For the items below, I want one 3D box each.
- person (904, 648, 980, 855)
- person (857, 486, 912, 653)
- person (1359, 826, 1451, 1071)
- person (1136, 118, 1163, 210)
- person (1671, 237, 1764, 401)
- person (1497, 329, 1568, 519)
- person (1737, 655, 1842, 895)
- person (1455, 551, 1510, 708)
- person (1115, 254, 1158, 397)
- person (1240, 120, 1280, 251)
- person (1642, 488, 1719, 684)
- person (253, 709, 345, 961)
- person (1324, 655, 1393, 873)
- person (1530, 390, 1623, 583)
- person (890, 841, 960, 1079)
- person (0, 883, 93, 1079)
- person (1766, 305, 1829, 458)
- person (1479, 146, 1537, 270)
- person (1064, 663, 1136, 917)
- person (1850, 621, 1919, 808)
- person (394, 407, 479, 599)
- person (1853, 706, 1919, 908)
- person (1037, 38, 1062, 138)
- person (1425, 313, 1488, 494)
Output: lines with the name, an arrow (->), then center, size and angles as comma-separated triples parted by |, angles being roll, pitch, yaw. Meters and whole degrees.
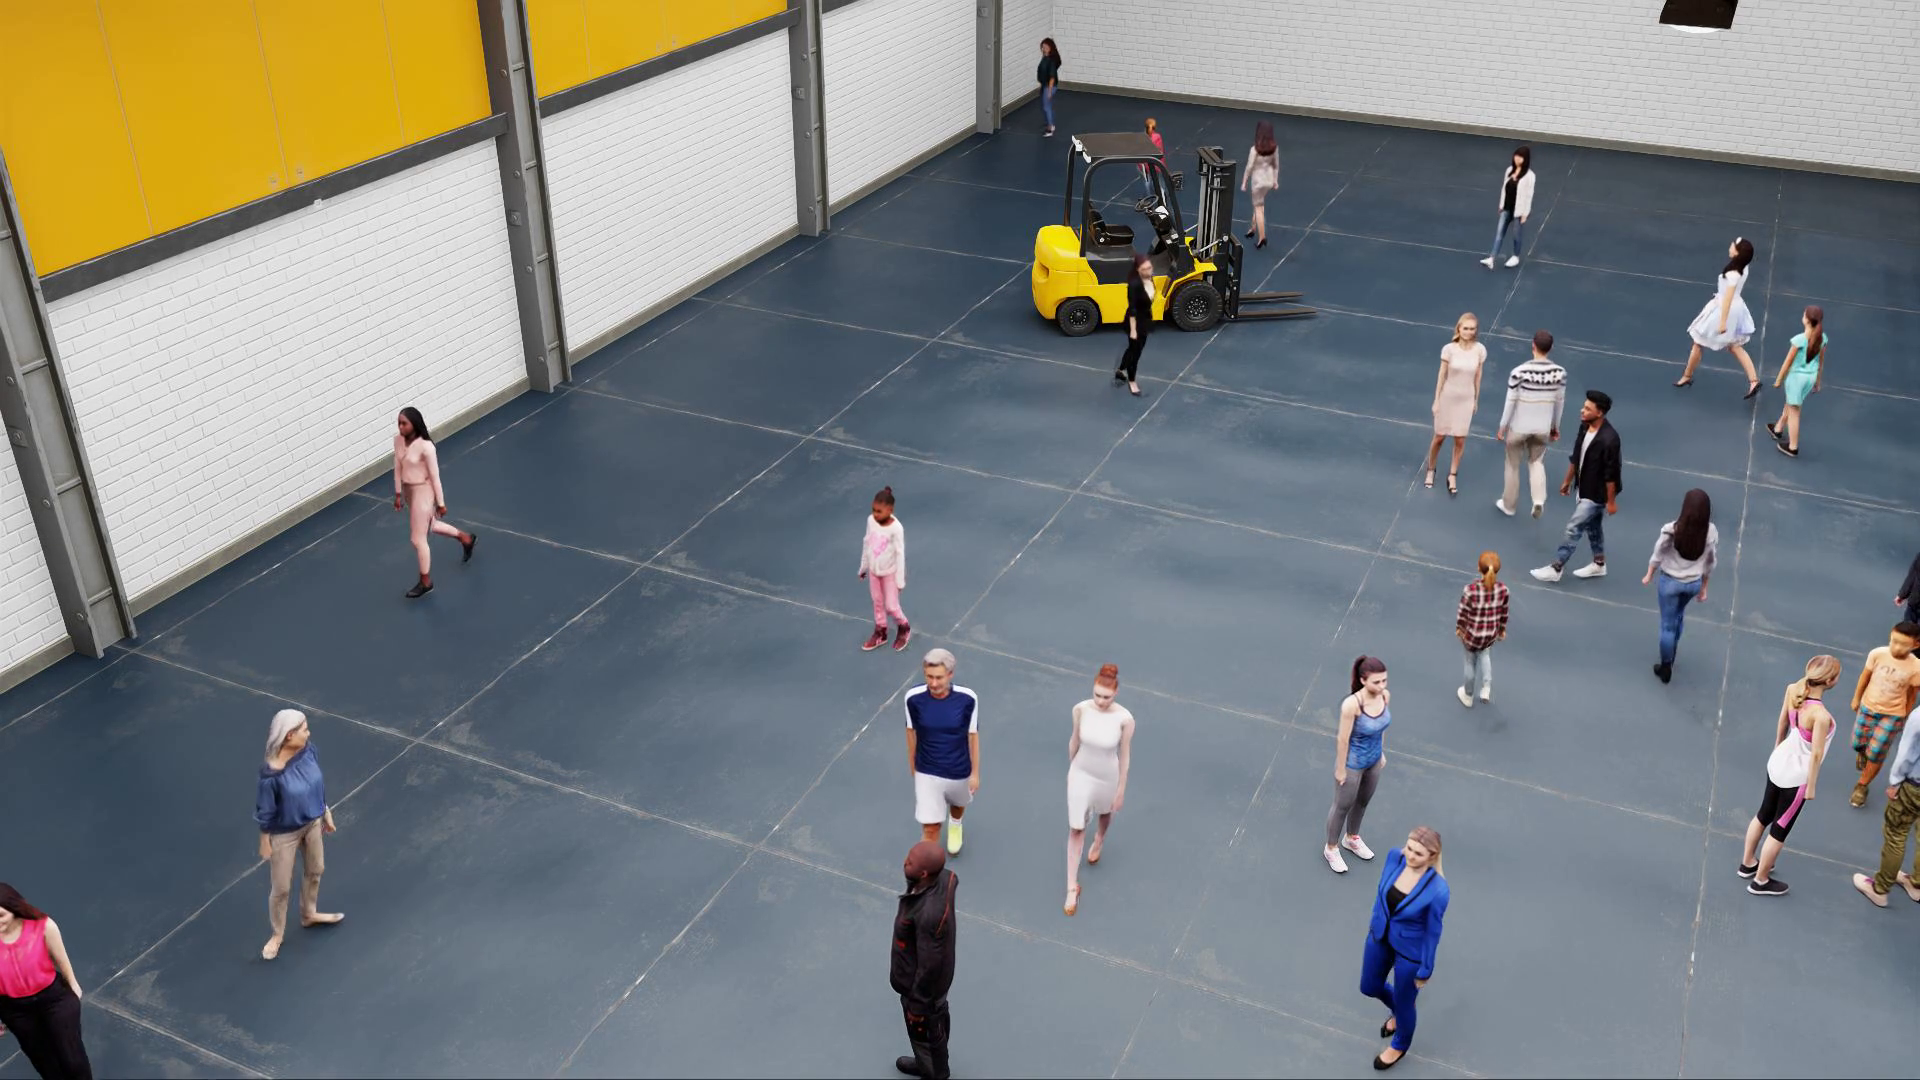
person -> -0.089, 1.451, 10.894 | 0.991, 1.795, 1.263 | 0, 29, -1
person -> -0.585, 0.213, 13.527 | 0.646, 1.448, 0.703 | 25, 37, 38
person -> 2.586, 2.285, 9.478 | 0.810, 1.688, 0.772 | -18, 33, -29
person -> 2.741, -5.367, 23.931 | 0.816, 1.280, 0.984 | -3, 29, -5
person -> 8.307, -2.323, 17.833 | 0.980, 1.776, 1.215 | 25, 38, 38
person -> 5.284, -1.005, 15.350 | 0.909, 1.841, 0.974 | -1, 29, -1
person -> 5.371, 1.517, 10.781 | 0.737, 1.788, 0.619 | -2, 29, -4
person -> 4.011, 0.723, 12.752 | 0.634, 1.294, 0.677 | -2, 29, -4
person -> 1.916, -2.350, 18.038 | 0.790, 1.627, 0.699 | 11, 31, 19
person -> 4.090, -4.727, 22.295 | 0.880, 1.723, 0.920 | -15, 32, -25
person -> 5.668, 0.394, 13.018 | 0.727, 1.616, 0.766 | -2, 29, -3
person -> -4.209, 1.822, 10.344 | 0.868, 1.670, 0.546 | 18, 33, 30
person -> 2.658, 1.469, 11.056 | 0.616, 1.608, 0.711 | -17, 33, -28
person -> 5.573, -0.441, 14.382 | 1.032, 1.778, 1.054 | -3, 29, -5
person -> -0.171, 2.382, 9.156 | 0.841, 1.825, 0.695 | 1, 29, 2
person -> -5.051, 2.506, 9.117 | 0.762, 1.645, 0.822 | -10, 30, -18
person -> 8.497, -1.576, 16.715 | 0.844, 1.536, 0.953 | -6, 29, -11
person -> 7.280, -4.323, 21.674 | 1.091, 1.608, 0.886 | -24, 36, -36
person -> 0.936, 1.514, 10.826 | 0.685, 1.750, 1.120 | 10, 30, 17
person -> 6.546, 1.177, 11.763 | 0.644, 1.444, 0.858 | 19, 34, 30
person -> -4.582, -0.386, 14.367 | 0.772, 1.693, 1.155 | 19, 34, 31
person -> 6.215, 1.557, 10.688 | 0.761, 1.806, 0.781 | -5, 29, -9
person -> 1.462, -7.477, 27.470 | 0.935, 1.596, 0.864 | -3, 29, -6
person -> 4.751, -1.324, 15.942 | 0.653, 1.832, 0.649 | 3, 29, 6
